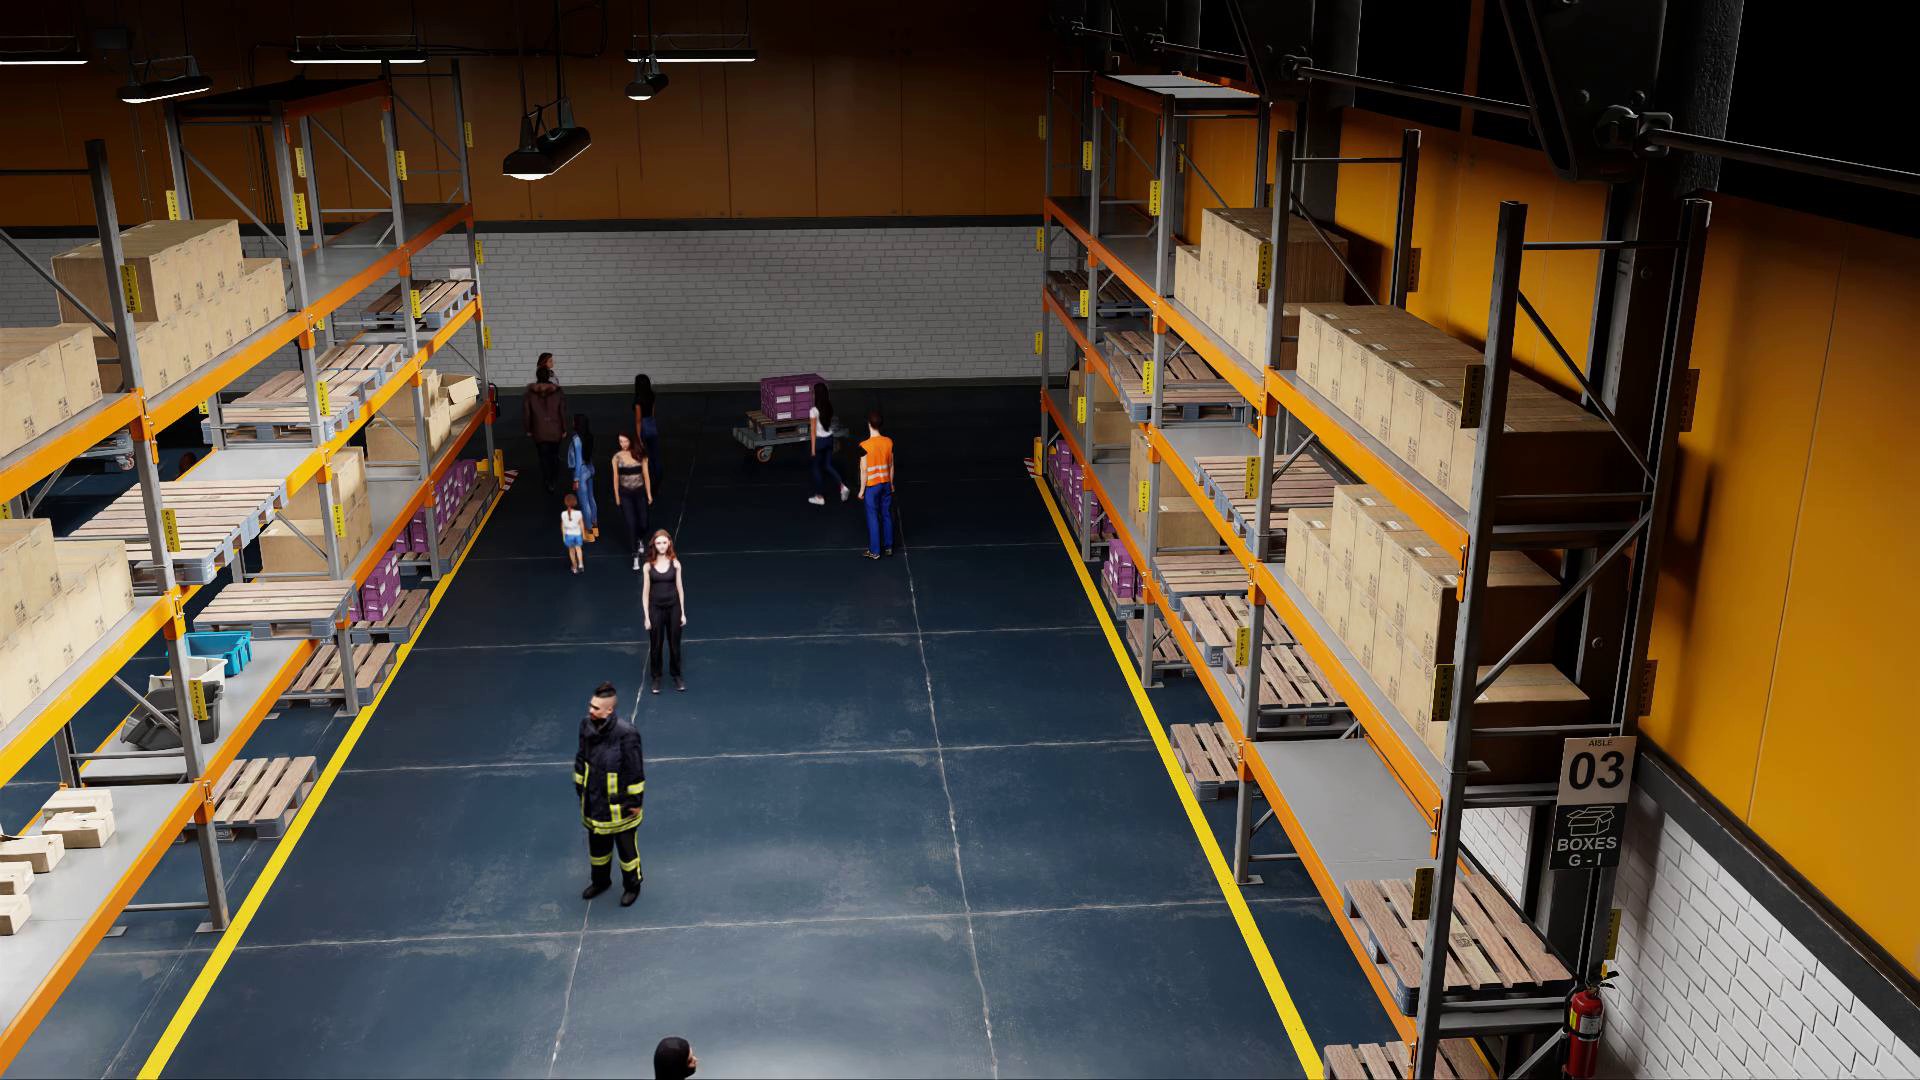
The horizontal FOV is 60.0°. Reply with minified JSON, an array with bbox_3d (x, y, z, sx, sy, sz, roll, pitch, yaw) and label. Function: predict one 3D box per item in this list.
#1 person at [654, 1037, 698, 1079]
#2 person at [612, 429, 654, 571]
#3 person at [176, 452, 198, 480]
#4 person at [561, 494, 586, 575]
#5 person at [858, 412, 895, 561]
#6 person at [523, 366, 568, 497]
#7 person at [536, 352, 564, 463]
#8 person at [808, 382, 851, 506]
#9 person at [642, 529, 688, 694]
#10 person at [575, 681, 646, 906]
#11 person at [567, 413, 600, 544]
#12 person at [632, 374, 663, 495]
[{"bbox_3d":[-1.493,3.444,8.930,0.798,1.774,0.691,-8,20,-23],"label":"person"},{"bbox_3d":[-4.095,-0.540,20.796,0.691,1.751,0.917,-6,19,-16],"label":"person"},{"bbox_3d":[-9.551,-0.350,20.700,0.653,1.452,0.964,1,19,2],"label":"person"},{"bbox_3d":[-4.779,-0.059,20.525,0.478,1.013,0.547,-6,20,-18],"label":"person"},{"bbox_3d":[-1.048,-0.690,21.032,0.796,1.885,0.813,-13,23,-34],"label":"person"},{"bbox_3d":[-5.860,-1.508,23.593,0.944,1.802,1.271,-7,20,-20],"label":"person"},{"bbox_3d":[-6.245,-1.998,25.168,0.709,1.725,0.561,3,19,9],"label":"person"},{"bbox_3d":[-1.835,-1.306,23.060,0.991,1.758,0.943,14,23,35],"label":"person"},{"bbox_3d":[-3.036,0.714,17.083,0.625,1.746,0.578,-6,19,-17],"label":"person"},{"bbox_3d":[-2.760,1.972,13.156,0.866,1.867,0.872,8,20,21],"label":"person"},{"bbox_3d":[-4.901,-0.823,21.698,0.703,1.713,0.529,3,19,8],"label":"person"},{"bbox_3d":[-4.390,-1.481,23.650,0.950,1.714,0.910,13,22,33],"label":"person"}]
